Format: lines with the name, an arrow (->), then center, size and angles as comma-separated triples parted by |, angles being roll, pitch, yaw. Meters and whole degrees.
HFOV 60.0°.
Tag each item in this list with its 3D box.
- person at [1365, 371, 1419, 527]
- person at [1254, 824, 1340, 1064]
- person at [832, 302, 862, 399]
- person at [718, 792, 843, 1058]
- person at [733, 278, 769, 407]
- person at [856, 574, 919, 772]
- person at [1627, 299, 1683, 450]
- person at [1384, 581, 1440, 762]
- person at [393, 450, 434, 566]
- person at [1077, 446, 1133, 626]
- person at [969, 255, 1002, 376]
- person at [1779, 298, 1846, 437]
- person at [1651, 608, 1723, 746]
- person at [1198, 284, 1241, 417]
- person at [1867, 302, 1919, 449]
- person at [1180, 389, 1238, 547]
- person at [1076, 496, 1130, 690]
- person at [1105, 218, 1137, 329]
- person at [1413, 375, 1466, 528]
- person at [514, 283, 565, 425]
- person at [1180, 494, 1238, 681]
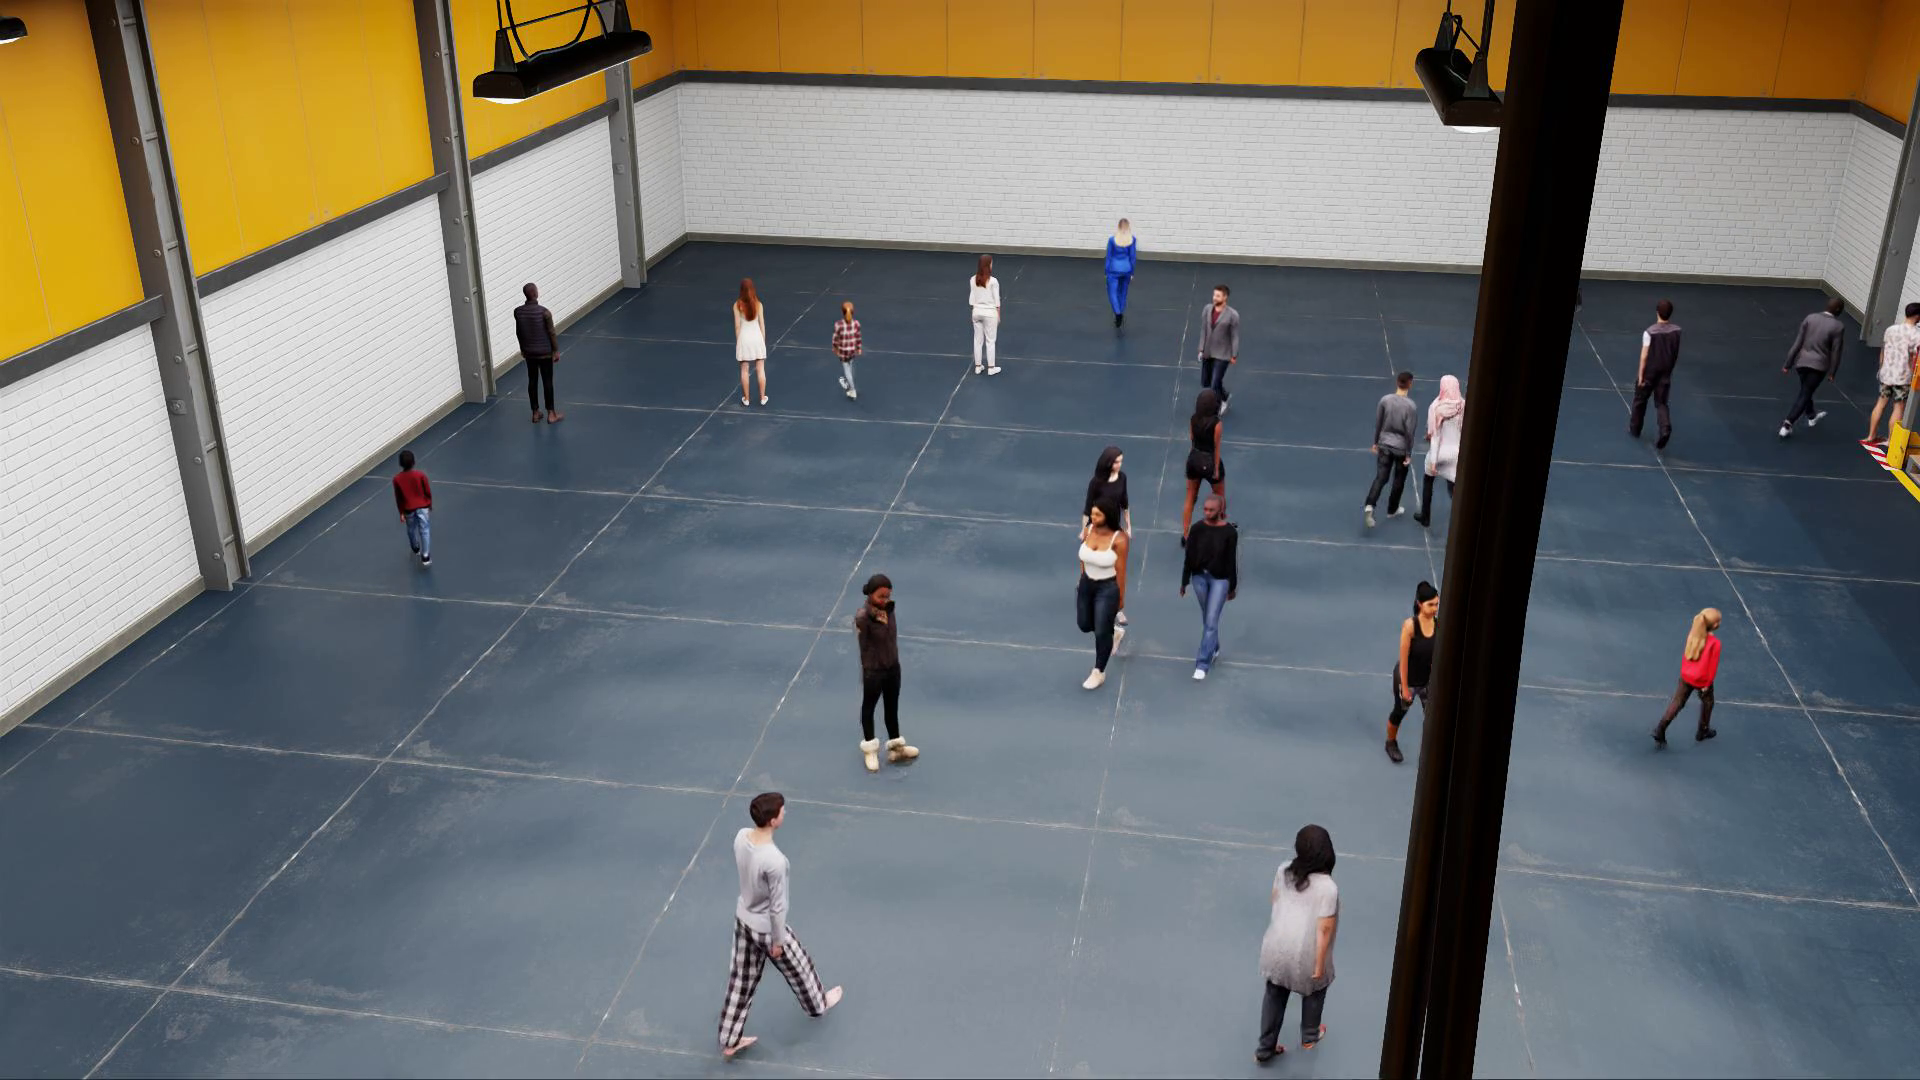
person -> 4.710, -0.968, 18.172 | 0.964, 1.739, 1.157 | 18, 30, 36
person -> 2.061, 2.566, 10.302 | 0.940, 1.568, 0.849 | -20, 30, -38
person -> -1.497, -2.529, 22.326 | 0.847, 1.273, 0.947 | -13, 27, -27
person -> -1.294, 2.422, 10.339 | 1.222, 1.803, 1.076 | -21, 31, -39
person -> -2.770, -2.625, 21.998 | 0.618, 1.712, 0.621 | -3, 24, -7
person -> -0.661, 1.089, 13.579 | 0.730, 1.650, 0.815 | -16, 28, -33
person -> 8.619, -2.021, 20.479 | 0.736, 1.822, 1.149 | 1, 24, 2
person -> 3.672, 1.092, 13.587 | 0.897, 1.637, 1.074 | -8, 25, -17
person -> -5.663, -0.323, 17.317 | 0.726, 1.242, 0.943 | -6, 24, -13
person -> 1.351, -0.084, 16.144 | 1.111, 1.744, 1.183 | -15, 28, -31
person -> 0.355, -3.149, 23.224 | 0.646, 1.689, 0.615 | 10, 26, 22
person -> 10.595, -2.117, 20.785 | 1.252, 1.751, 1.227 | -15, 28, -31
person -> 6.113, 1.156, 13.903 | 0.898, 1.267, 0.874 | -14, 27, -28
person -> 3.330, -2.379, 21.263 | 1.169, 1.849, 1.049 | -21, 31, -40
person -> 11.597, -2.056, 20.566 | 0.811, 1.815, 0.713 | -12, 26, -25
person -> 2.530, -0.731, 17.661 | 1.066, 1.715, 0.940 | -21, 31, -40
person -> 1.323, 0.431, 14.907 | 0.931, 1.792, 1.068 | 19, 30, 37
person -> 2.441, -4.013, 25.202 | 0.819, 1.688, 1.021 | -4, 24, -9
person -> 5.251, -0.843, 17.867 | 0.909, 1.755, 1.135 | -5, 24, -11
person -> -5.419, -2.407, 21.343 | 0.699, 1.836, 0.577 | 6, 24, 13
person -> 2.315, 0.359, 15.163 | 0.820, 1.718, 1.088 | 11, 26, 24
